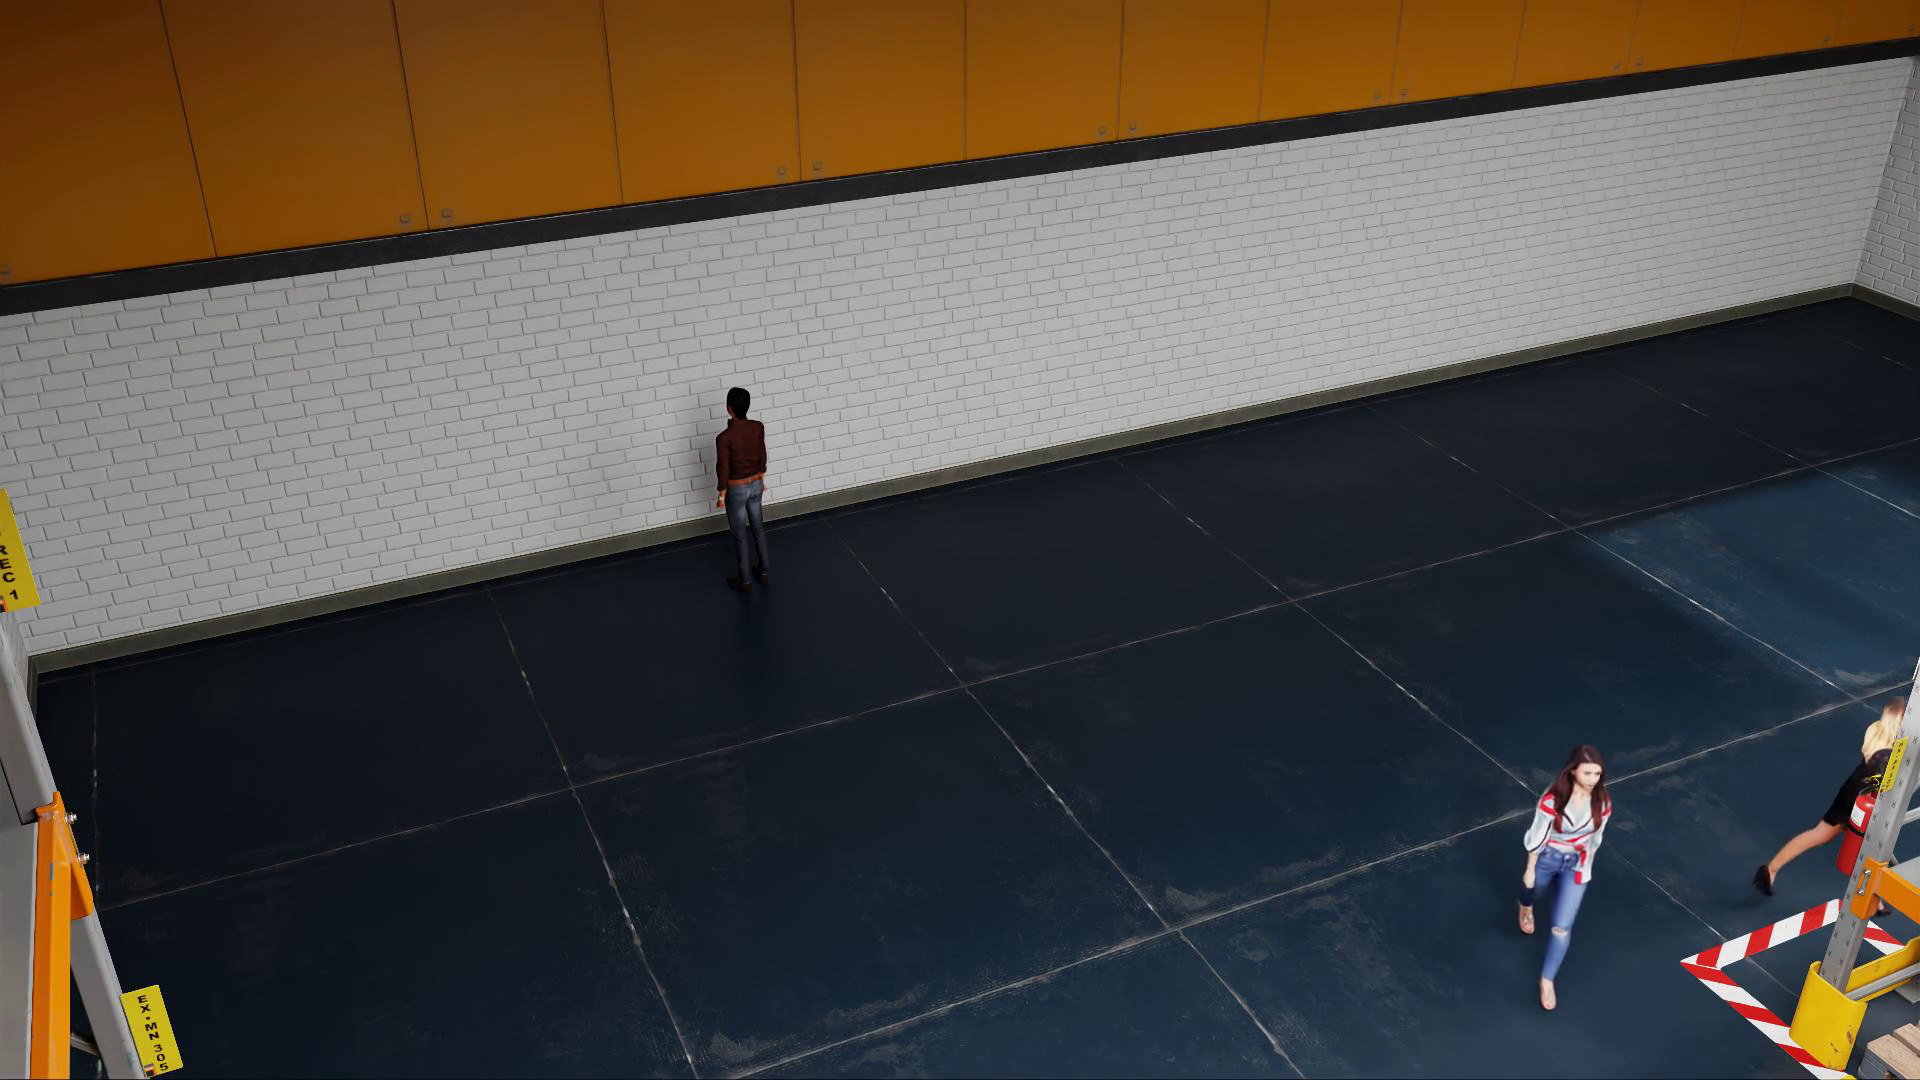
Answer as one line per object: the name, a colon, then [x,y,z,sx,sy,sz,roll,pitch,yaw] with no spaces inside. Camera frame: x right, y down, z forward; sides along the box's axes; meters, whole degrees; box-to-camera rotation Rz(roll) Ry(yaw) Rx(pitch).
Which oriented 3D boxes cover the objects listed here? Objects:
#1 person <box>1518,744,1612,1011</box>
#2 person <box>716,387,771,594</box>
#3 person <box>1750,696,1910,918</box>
person: [3.453,1.834,9.670,0.996,1.570,1.165,4,29,8]
person: [-1.760,-0.416,13.575,0.713,1.781,0.644,-25,37,-37]
person: [5.325,1.616,10.006,1.023,1.630,1.102,2,29,4]
